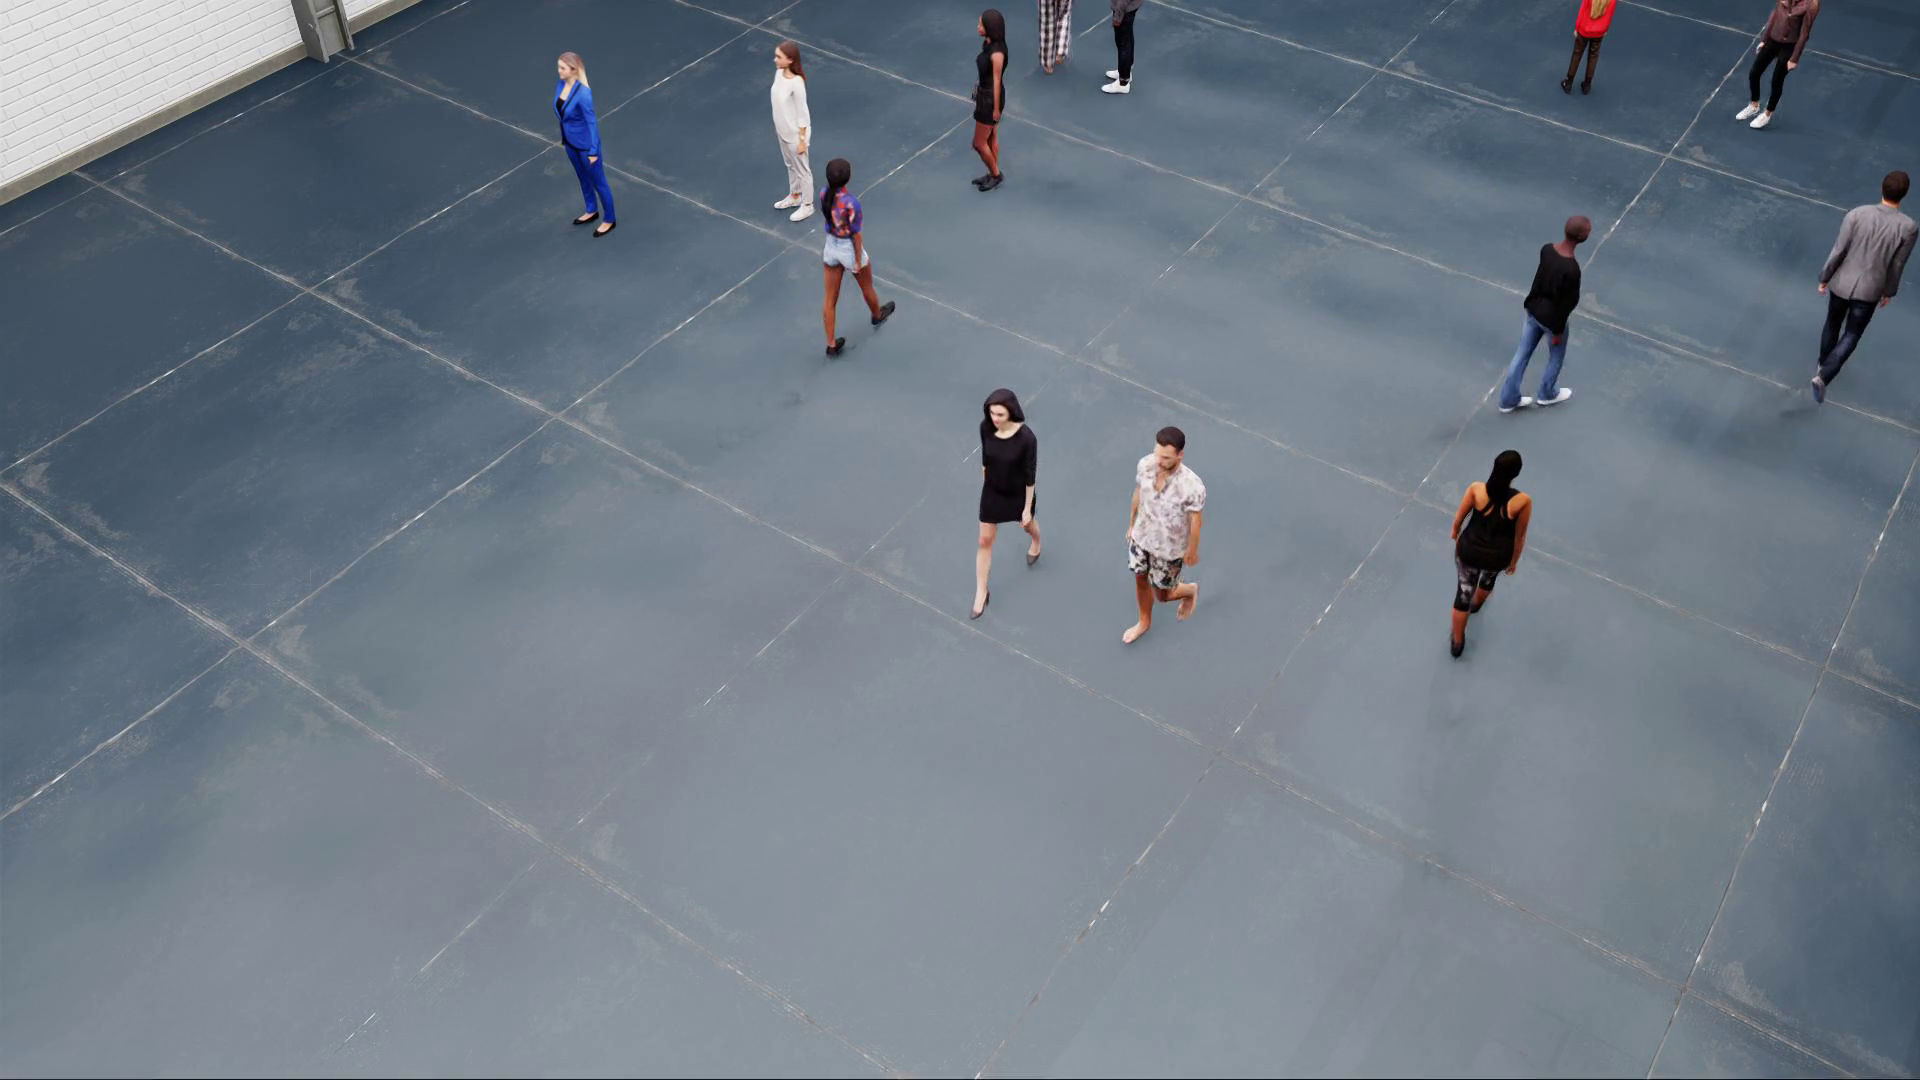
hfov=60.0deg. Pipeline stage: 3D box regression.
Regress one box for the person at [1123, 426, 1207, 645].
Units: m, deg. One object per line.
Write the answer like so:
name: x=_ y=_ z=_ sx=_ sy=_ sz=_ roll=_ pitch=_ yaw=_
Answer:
person: x=1.379 y=-0.074 z=10.931 sx=0.867 sy=1.801 sz=0.757 roll=-34 pitch=53 yaw=-31

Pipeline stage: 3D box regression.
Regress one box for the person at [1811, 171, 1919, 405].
person: x=6.895 y=-1.920 z=12.841 sx=0.705 sy=1.840 sz=1.058 roll=27 pitch=50 yaw=25

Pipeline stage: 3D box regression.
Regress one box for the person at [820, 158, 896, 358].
person: x=-0.986 y=-2.215 z=13.247 sx=0.587 sy=1.706 sz=1.021 roll=25 pitch=49 yaw=24

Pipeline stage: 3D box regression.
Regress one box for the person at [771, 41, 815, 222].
person: x=-1.479 y=-3.647 z=14.764 sx=0.665 sy=1.688 sz=0.671 roll=-24 pitch=49 yaw=-23

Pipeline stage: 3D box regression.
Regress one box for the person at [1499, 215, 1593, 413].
person: x=4.397 y=-1.681 z=12.667 sx=0.960 sy=1.733 sz=0.850 roll=-17 pitch=46 yaw=-17

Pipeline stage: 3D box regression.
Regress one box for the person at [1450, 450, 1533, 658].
person: x=3.405 y=0.120 z=10.842 sx=0.749 sy=1.643 sz=0.977 roll=15 pitch=46 yaw=15

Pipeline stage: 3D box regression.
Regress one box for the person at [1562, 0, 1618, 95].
person: x=6.288 y=-5.072 z=16.554 sx=0.559 sy=1.282 sz=0.594 roll=4 pitch=44 yaw=5

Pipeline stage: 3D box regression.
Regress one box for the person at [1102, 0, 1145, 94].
person: x=1.655 y=-5.310 z=16.415 sx=0.850 sy=1.818 sz=0.679 roll=10 pitch=45 yaw=10

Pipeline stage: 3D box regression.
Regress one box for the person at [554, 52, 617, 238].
person: x=-3.299 y=-3.483 z=14.582 sx=0.599 sy=1.700 sz=0.654 roll=-34 pitch=53 yaw=-30

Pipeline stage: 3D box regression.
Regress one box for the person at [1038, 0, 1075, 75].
person: x=0.963 y=-5.535 z=16.642 sx=0.828 sy=1.831 sz=0.887 roll=-2 pitch=44 yaw=-2

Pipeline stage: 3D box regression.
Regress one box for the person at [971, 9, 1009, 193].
person: x=0.353 y=-3.967 z=15.069 sx=0.773 sy=1.730 sz=0.717 roll=-8 pitch=44 yaw=-8

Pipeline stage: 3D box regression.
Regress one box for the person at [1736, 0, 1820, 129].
person: x=7.924 y=-4.741 z=15.915 sx=0.761 sy=1.683 sz=0.733 roll=-18 pitch=46 yaw=-18

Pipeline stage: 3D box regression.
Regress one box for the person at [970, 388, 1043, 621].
person: x=0.384 y=-0.326 z=11.226 sx=0.715 sy=1.760 sz=1.129 roll=20 pitch=47 yaw=20
